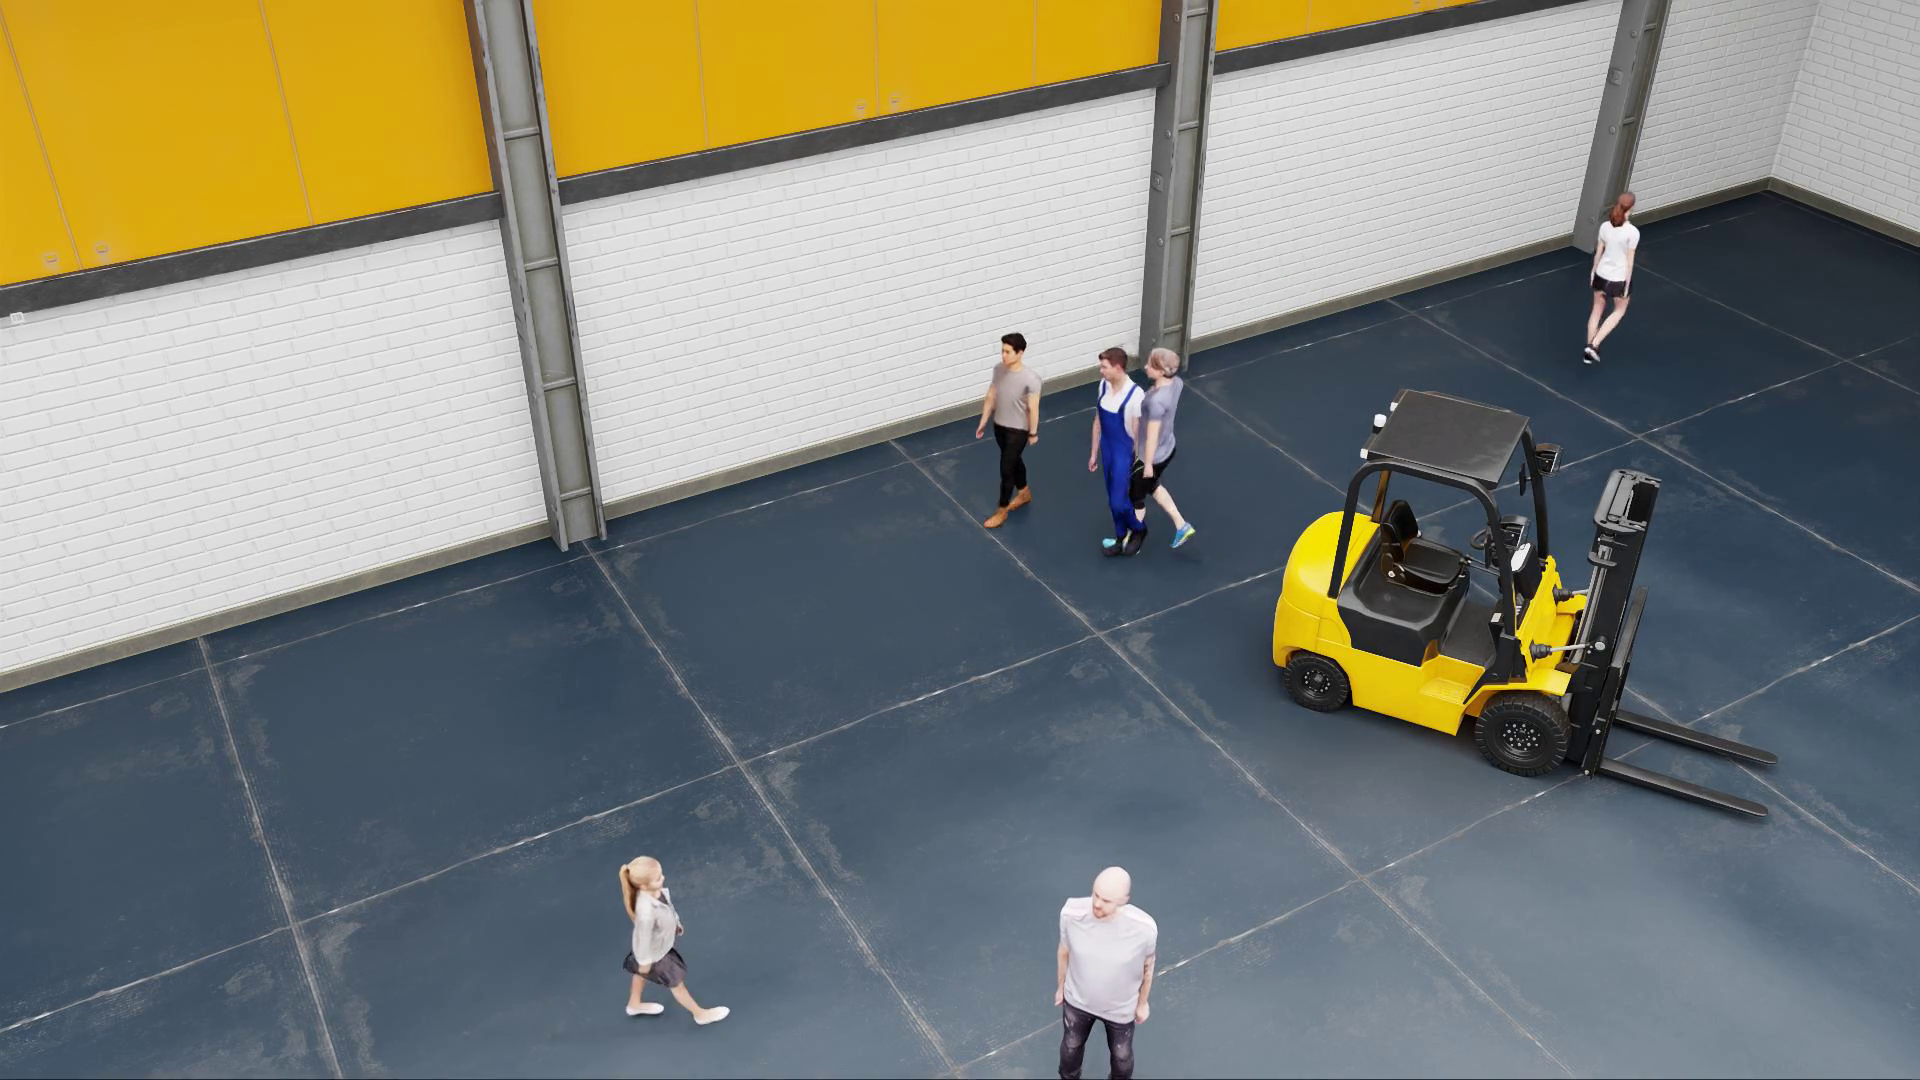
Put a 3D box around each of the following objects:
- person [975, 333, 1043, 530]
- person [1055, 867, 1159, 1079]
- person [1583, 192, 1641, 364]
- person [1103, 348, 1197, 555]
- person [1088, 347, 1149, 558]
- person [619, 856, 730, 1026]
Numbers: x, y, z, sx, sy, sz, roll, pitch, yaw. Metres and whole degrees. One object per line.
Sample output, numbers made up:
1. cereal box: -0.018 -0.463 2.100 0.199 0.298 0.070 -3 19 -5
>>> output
1. person: 0.494 -0.975 13.813 0.927 1.696 0.707 -25 41 -33
2. person: 0.748 2.369 8.660 0.743 1.831 0.794 9 35 14
3. person: 6.233 -2.471 16.024 0.749 1.741 0.663 -28 43 -35
4. person: 1.603 -0.675 13.206 1.033 1.869 1.035 16 37 23
5. person: 1.331 -0.731 13.333 0.725 1.822 0.713 -28 43 -36
6. person: -1.785 2.268 9.340 0.903 1.248 0.726 -2 34 -4
